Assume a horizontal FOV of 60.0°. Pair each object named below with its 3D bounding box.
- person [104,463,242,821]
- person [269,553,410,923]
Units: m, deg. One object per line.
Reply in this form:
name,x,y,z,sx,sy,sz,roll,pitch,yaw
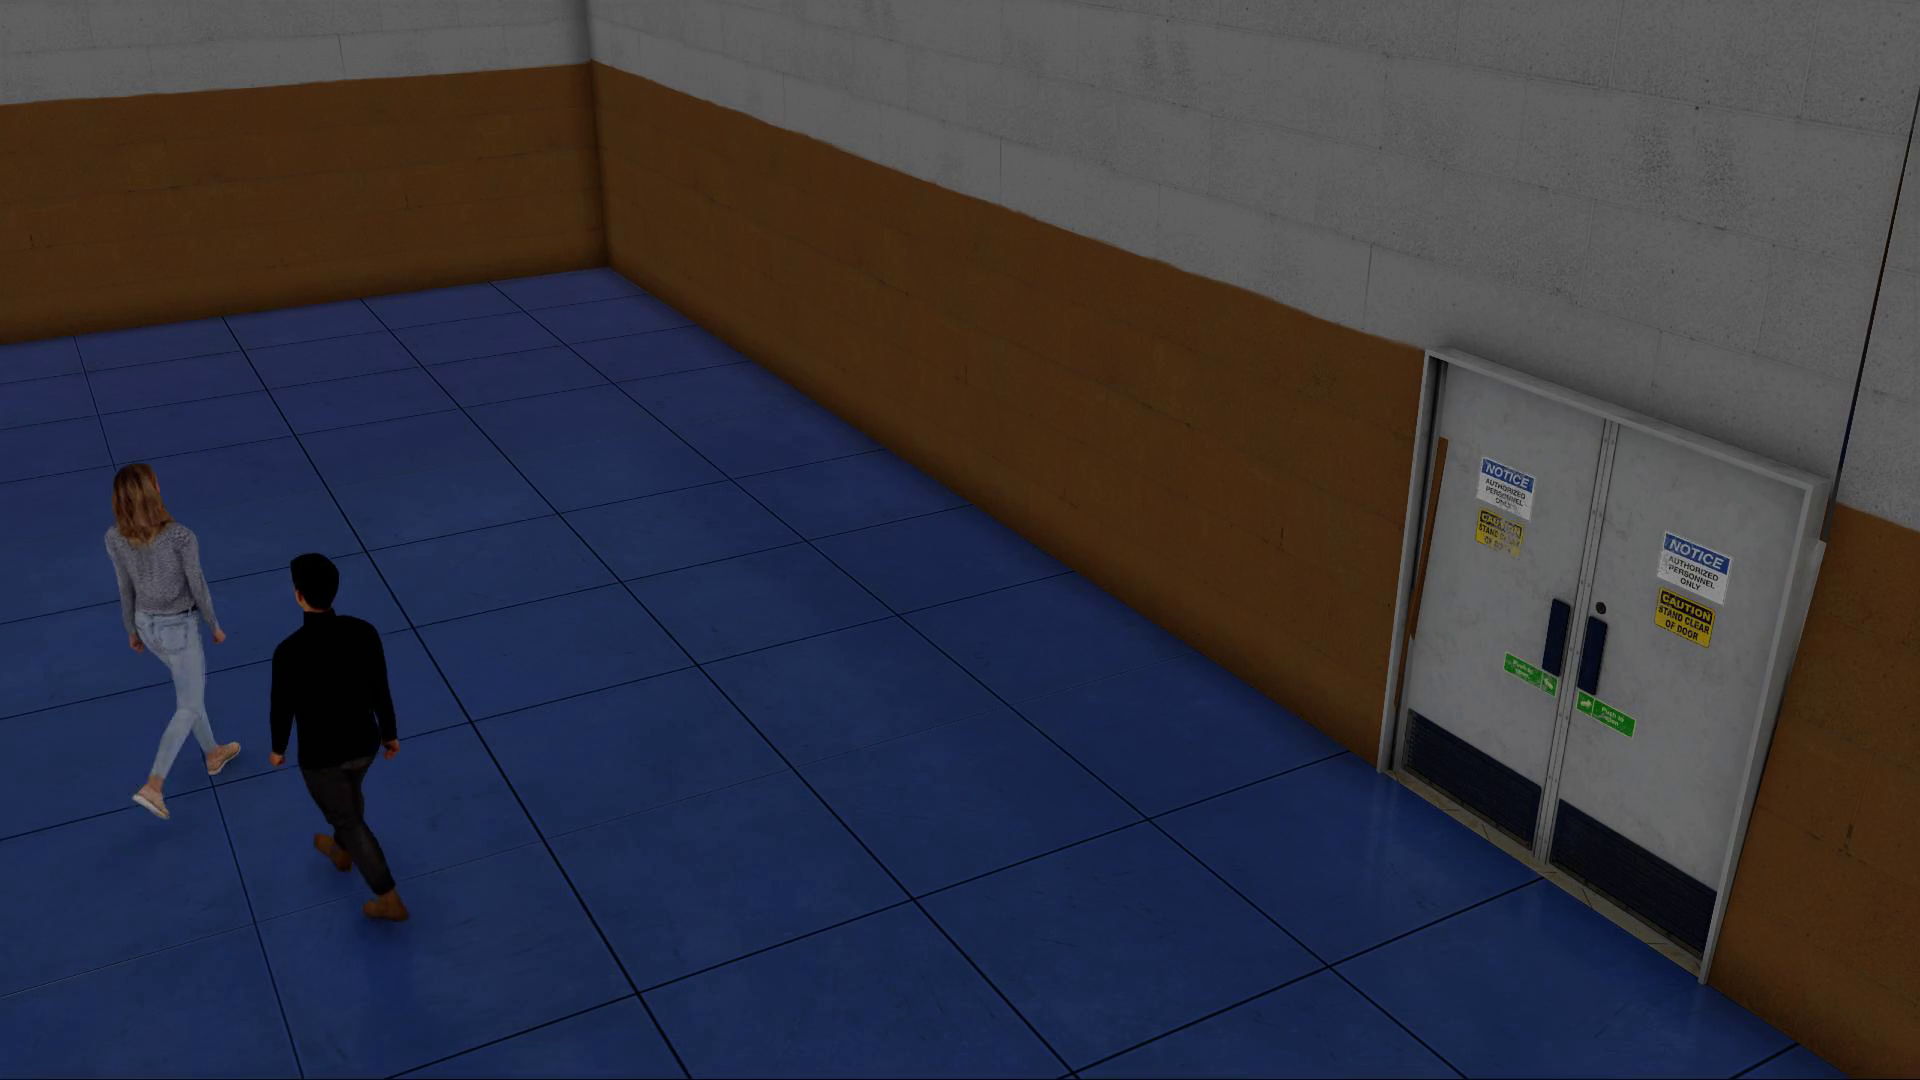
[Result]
person,-3.885,0.514,8.103,1.101,1.765,1.114,4,24,9
person,-2.697,0.912,7.295,1.008,1.684,1.128,16,28,32
